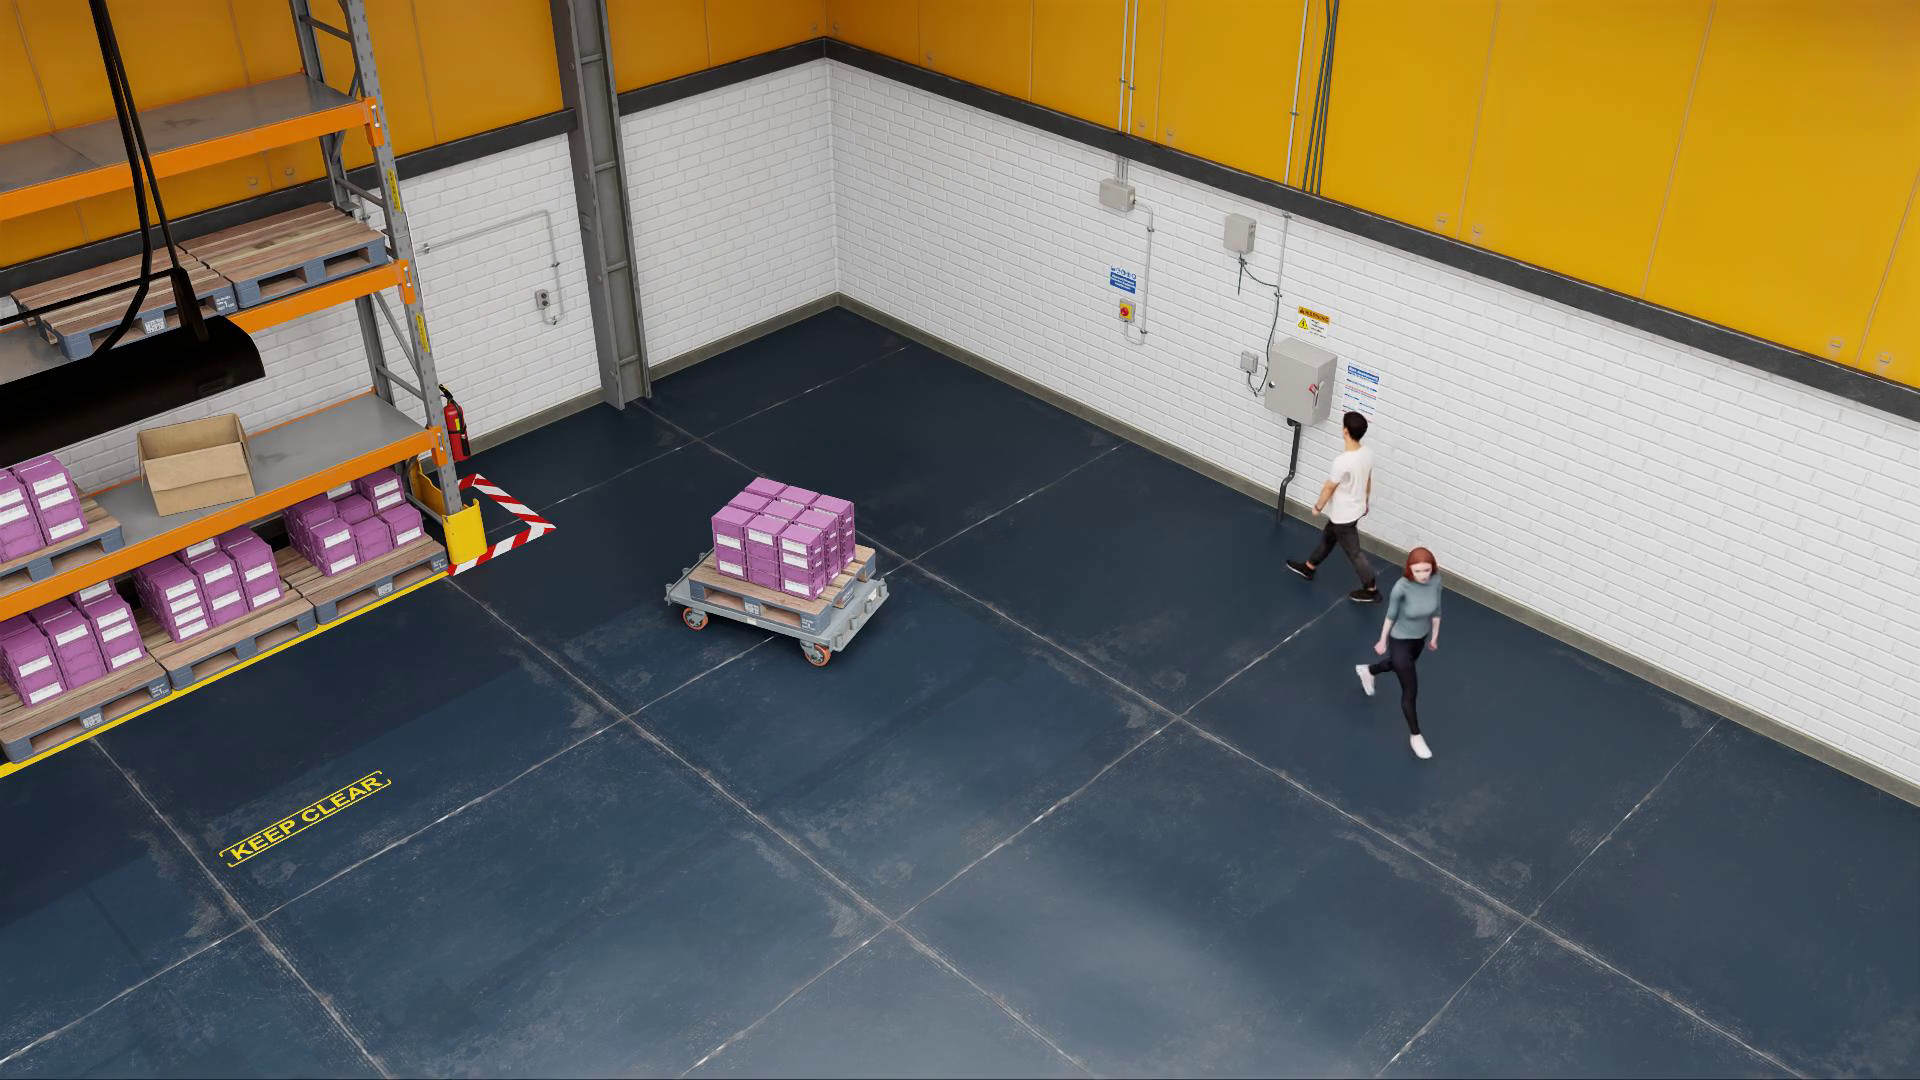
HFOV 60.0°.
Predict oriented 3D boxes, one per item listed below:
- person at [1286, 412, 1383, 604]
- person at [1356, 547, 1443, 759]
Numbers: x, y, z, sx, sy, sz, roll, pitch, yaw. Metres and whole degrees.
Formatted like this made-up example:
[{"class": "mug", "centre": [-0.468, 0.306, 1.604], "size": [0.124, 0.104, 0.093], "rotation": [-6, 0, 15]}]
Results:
[{"class": "person", "centre": [3.235, -0.202, 13.622], "size": [0.781, 1.666, 1.093], "rotation": [23, 40, 31]}, {"class": "person", "centre": [3.228, 0.714, 12.209], "size": [1.206, 1.706, 0.989], "rotation": [-15, 37, -22]}]
